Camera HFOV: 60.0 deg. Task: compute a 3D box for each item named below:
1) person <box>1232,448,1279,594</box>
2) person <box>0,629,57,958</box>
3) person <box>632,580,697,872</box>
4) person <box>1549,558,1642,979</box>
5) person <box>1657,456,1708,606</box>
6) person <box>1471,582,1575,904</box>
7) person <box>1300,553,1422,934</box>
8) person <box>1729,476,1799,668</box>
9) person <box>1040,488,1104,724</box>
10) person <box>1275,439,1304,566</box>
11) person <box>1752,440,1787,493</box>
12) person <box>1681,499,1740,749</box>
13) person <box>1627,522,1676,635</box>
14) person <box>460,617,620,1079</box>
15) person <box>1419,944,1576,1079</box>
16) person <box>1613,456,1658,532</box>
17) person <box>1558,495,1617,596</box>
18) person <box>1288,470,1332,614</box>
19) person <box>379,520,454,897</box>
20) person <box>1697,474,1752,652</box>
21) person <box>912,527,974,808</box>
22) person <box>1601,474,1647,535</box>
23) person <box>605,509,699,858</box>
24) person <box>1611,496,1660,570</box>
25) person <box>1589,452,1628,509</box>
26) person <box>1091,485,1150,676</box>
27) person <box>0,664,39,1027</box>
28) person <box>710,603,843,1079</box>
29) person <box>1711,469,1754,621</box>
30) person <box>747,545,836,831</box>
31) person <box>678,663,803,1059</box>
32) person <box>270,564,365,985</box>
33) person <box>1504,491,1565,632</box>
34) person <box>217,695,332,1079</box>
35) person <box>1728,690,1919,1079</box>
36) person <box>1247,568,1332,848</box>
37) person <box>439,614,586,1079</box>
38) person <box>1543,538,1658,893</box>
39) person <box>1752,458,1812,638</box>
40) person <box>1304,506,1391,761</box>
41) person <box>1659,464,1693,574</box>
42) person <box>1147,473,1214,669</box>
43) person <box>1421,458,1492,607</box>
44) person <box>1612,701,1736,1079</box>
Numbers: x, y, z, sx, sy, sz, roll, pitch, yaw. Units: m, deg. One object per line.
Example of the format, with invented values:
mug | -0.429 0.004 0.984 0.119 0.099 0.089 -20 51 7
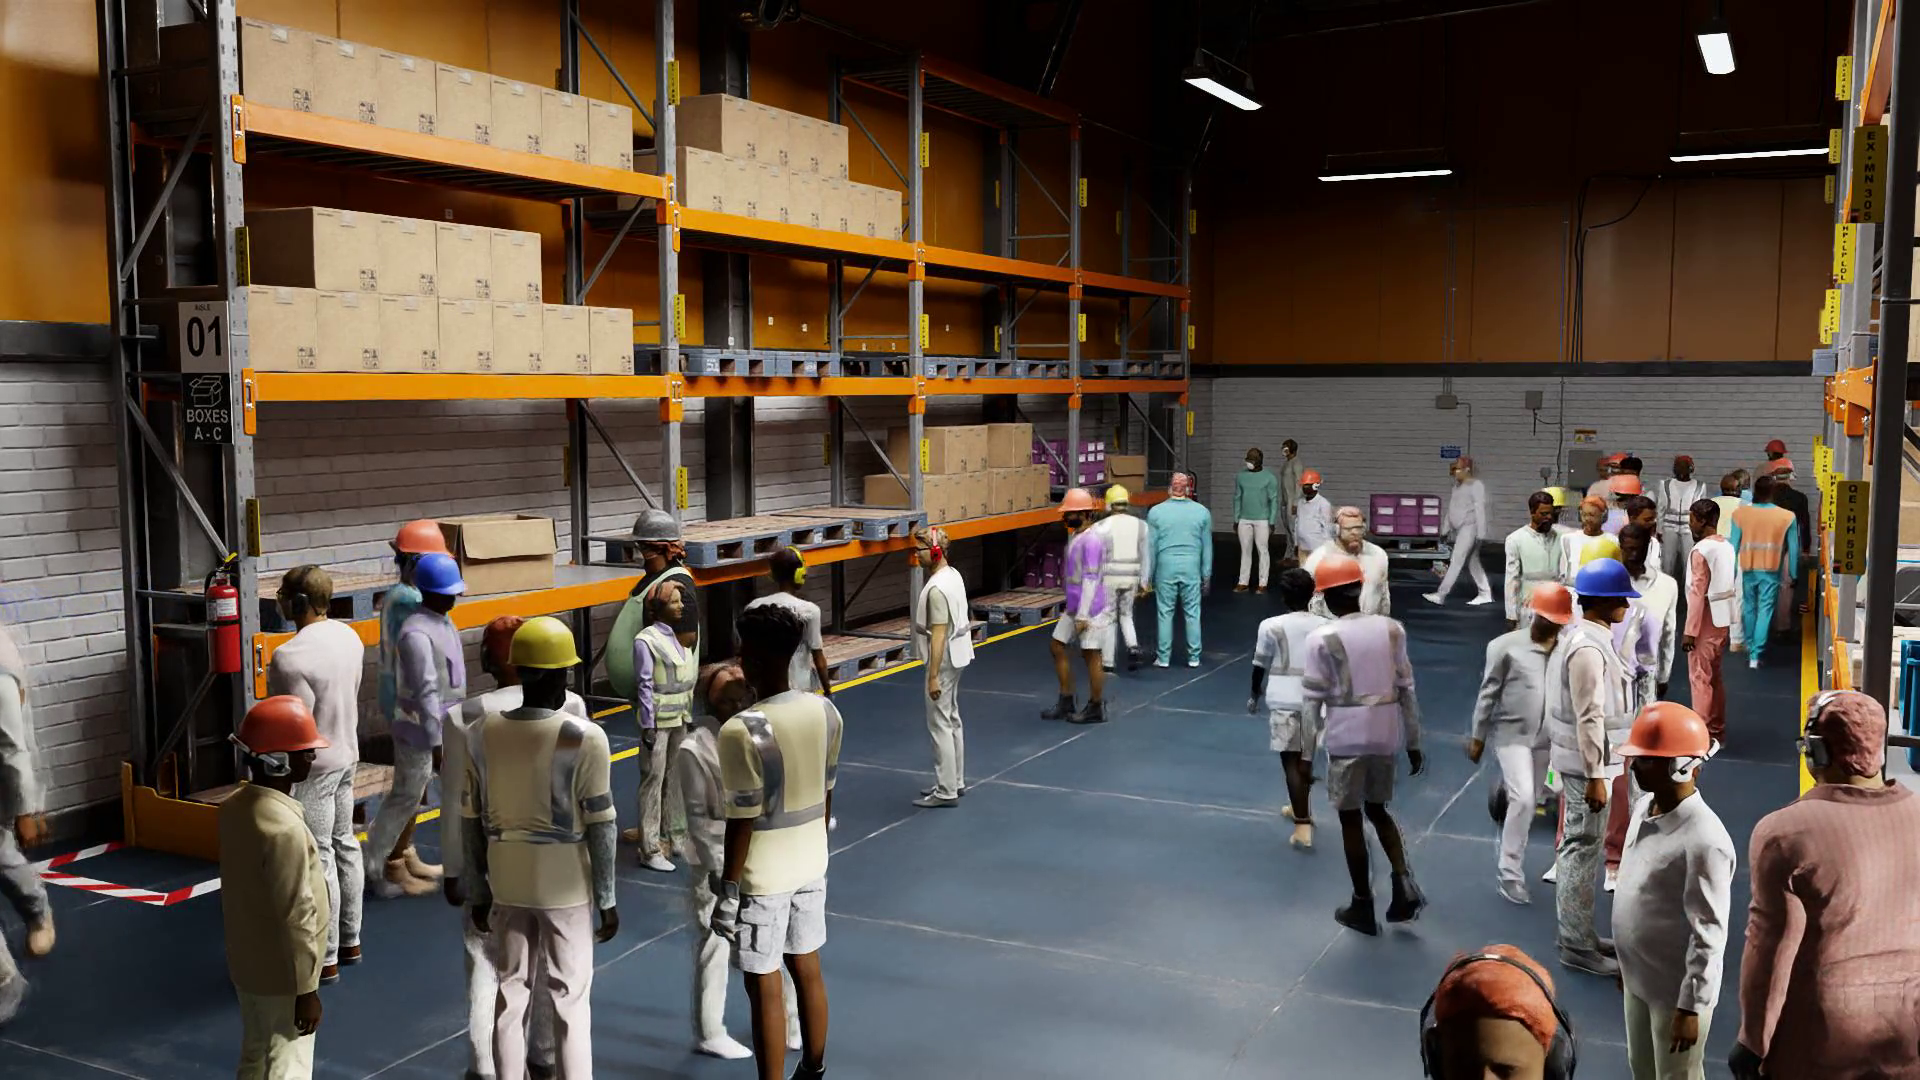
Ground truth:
person | 3.885 -0.248 21.917 0.627 1.935 0.371 4 7 35
person | -4.636 1.026 7.637 0.717 2.000 0.698 0 5 -2
person | -1.686 1.048 9.512 0.307 1.645 0.511 2 6 20
person | 2.983 1.052 7.854 0.385 1.948 0.602 2 6 18
person | 8.980 -0.111 20.713 0.574 1.882 0.356 3 6 30
person | 3.081 1.072 8.902 0.589 1.704 0.660 -2 6 -16
person | 2.013 1.022 8.396 0.618 1.905 0.595 -2 6 -17
person | 7.921 0.302 16.399 0.600 1.859 1.028 4 6 34
person | 0.883 0.546 13.425 0.650 1.919 0.570 -1 5 -14
person | 5.035 -0.568 25.326 0.357 1.938 0.638 -1 5 -6
person | 11.599 -0.445 23.772 0.638 1.985 0.420 -2 6 -22
person | 5.610 0.645 12.470 0.403 1.908 0.597 5 7 42
person | 5.497 0.666 13.268 0.564 1.715 0.780 -5 7 -42
person | -1.494 1.236 5.974 0.587 1.928 0.382 2 6 16
person | 0.904 1.573 2.810 0.590 1.842 0.645 2 6 20
person | 7.497 0.044 18.598 0.361 1.963 0.617 -2 6 -22
person | 5.012 0.582 13.257 0.576 1.882 0.355 4 7 35
person | 4.143 0.046 19.703 0.329 1.751 0.572 -3 6 -28
person | -2.940 0.904 9.021 0.420 2.027 0.617 -1 5 -13
person | 7.970 0.231 17.253 0.430 1.843 0.626 -4 6 -35
person | -0.107 0.830 10.862 0.383 1.836 0.563 1 5 9
person | 6.212 0.345 15.612 0.439 1.918 0.573 -1 5 -7
person | -1.806 0.829 9.762 0.538 2.000 0.683 -2 6 -22
person | 5.190 0.608 12.867 0.598 1.908 0.410 -4 6 -35
person | 7.625 -0.035 19.419 0.641 1.977 0.555 3 6 33
person | 1.492 0.389 15.686 0.646 1.813 0.512 -2 6 -20
person | -4.220 1.143 6.994 0.648 1.923 0.474 2 6 24
person | -0.684 1.205 6.105 0.367 1.967 0.606 3 6 32
person | 8.921 0.082 19.136 0.620 1.795 0.964 3 6 30
person | -1.030 0.943 9.793 0.525 1.821 0.995 3 6 32
person | -0.903 1.307 6.815 0.391 1.621 0.536 5 7 42
person | -2.982 1.072 7.683 0.372 1.940 0.632 1 5 6
person | 4.645 0.553 13.450 0.606 1.909 0.399 -2 6 -25
person | -2.205 1.373 5.429 0.336 1.749 0.575 -5 7 -41
person | 2.474 1.367 4.711 0.640 1.905 0.410 -1 5 -10
person | 2.046 0.992 10.055 0.528 1.652 0.845 -1 5 -13
person | -1.727 1.219 6.477 0.595 1.878 0.370 -3 6 -31
person | 3.484 0.946 9.099 0.588 1.927 0.365 4 6 34
person | 8.909 0.090 18.092 0.505 1.964 0.666 -4 7 -36
person | 2.799 0.700 11.931 0.682 1.889 0.434 -1 5 -10
person | 9.308 -0.155 21.437 0.563 1.829 0.962 -1 5 -6
person | 2.123 0.308 16.166 0.678 1.898 0.398 0 5 0
person | 6.197 -0.091 20.652 0.999 1.851 0.675 -1 5 -7
person | 2.241 1.383 5.324 0.324 1.752 0.560 0 5 0
